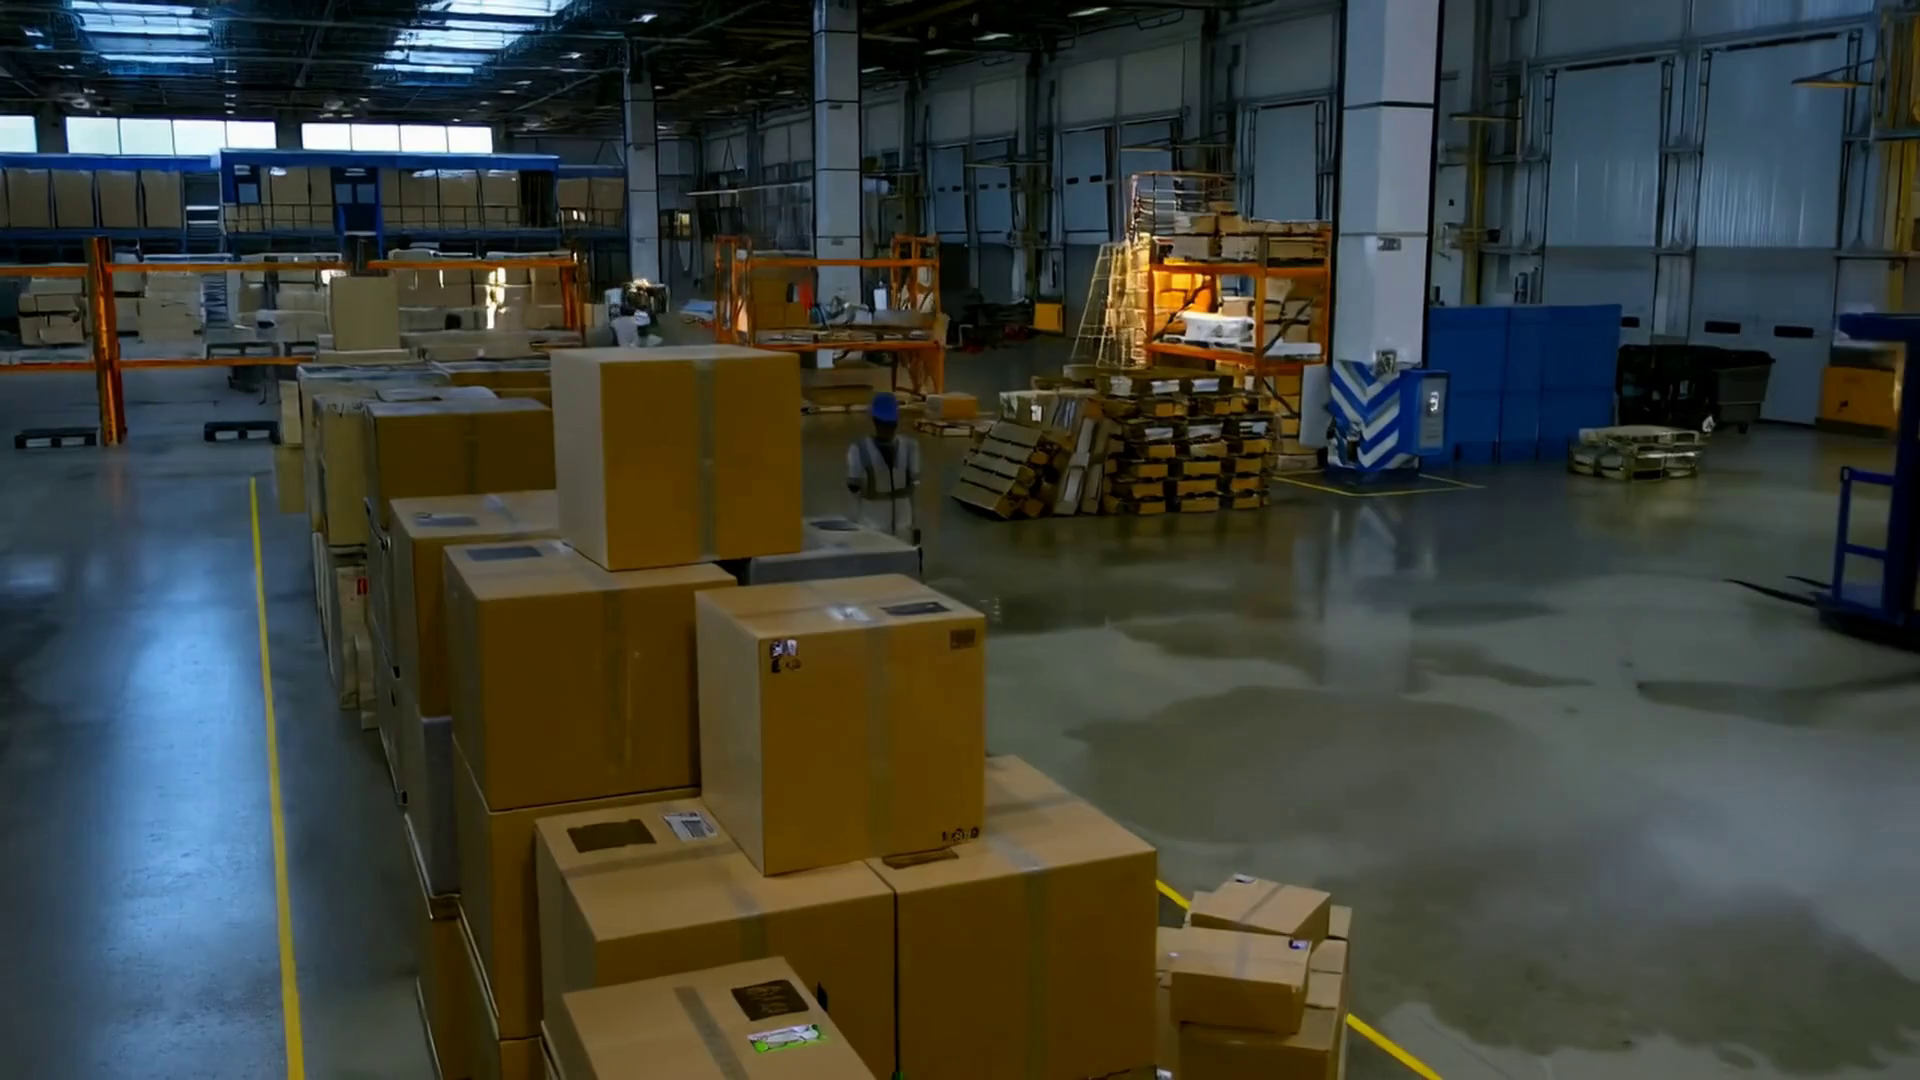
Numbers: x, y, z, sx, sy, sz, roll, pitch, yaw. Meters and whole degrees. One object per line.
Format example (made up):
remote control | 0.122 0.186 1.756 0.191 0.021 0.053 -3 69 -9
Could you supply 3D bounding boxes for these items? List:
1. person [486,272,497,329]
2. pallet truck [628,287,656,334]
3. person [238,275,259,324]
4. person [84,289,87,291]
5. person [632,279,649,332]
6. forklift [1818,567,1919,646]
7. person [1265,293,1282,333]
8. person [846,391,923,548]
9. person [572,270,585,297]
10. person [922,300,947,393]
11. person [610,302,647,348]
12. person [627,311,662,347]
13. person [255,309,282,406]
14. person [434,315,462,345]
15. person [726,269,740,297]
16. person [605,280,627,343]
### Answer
person | -14.867 -7.530 52.817 0.371 1.932 0.627 0 10 -3
pallet truck | -6.464 -4.406 35.401 0.823 1.965 1.885 6 12 32
person | -19.586 -6.284 45.767 0.400 1.989 0.623 5 11 26
person | -21.554 -5.355 41.342 0.768 1.739 0.534 -4 11 -20
person | -9.000 -6.474 47.189 0.599 1.859 0.899 -6 12 -31
forklift | 7.454 -0.588 11.927 1.129 2.768 1.873 -3 11 -16
person | 6.014 -3.839 32.472 0.543 1.928 0.382 5 11 25
person | -0.555 -0.134 12.096 0.540 1.916 0.498 -5 11 -26
person | -14.353 -9.314 62.967 0.880 1.807 0.655 -9 14 -41
person | -0.497 -3.756 32.308 0.505 1.830 0.565 -6 12 -29
person | -5.646 -3.090 28.395 0.635 1.910 0.526 0 10 -2
person | -4.695 -2.438 24.758 0.589 1.924 0.384 4 11 20
person | -12.437 -3.282 29.910 0.486 1.744 0.311 1 10 8
person | -7.340 -2.315 24.144 0.612 1.899 0.461 5 11 25
person | -10.413 -11.801 76.230 0.621 1.971 0.724 -3 11 -17
person | -9.860 -6.554 47.730 0.640 1.825 0.641 -3 11 -14
